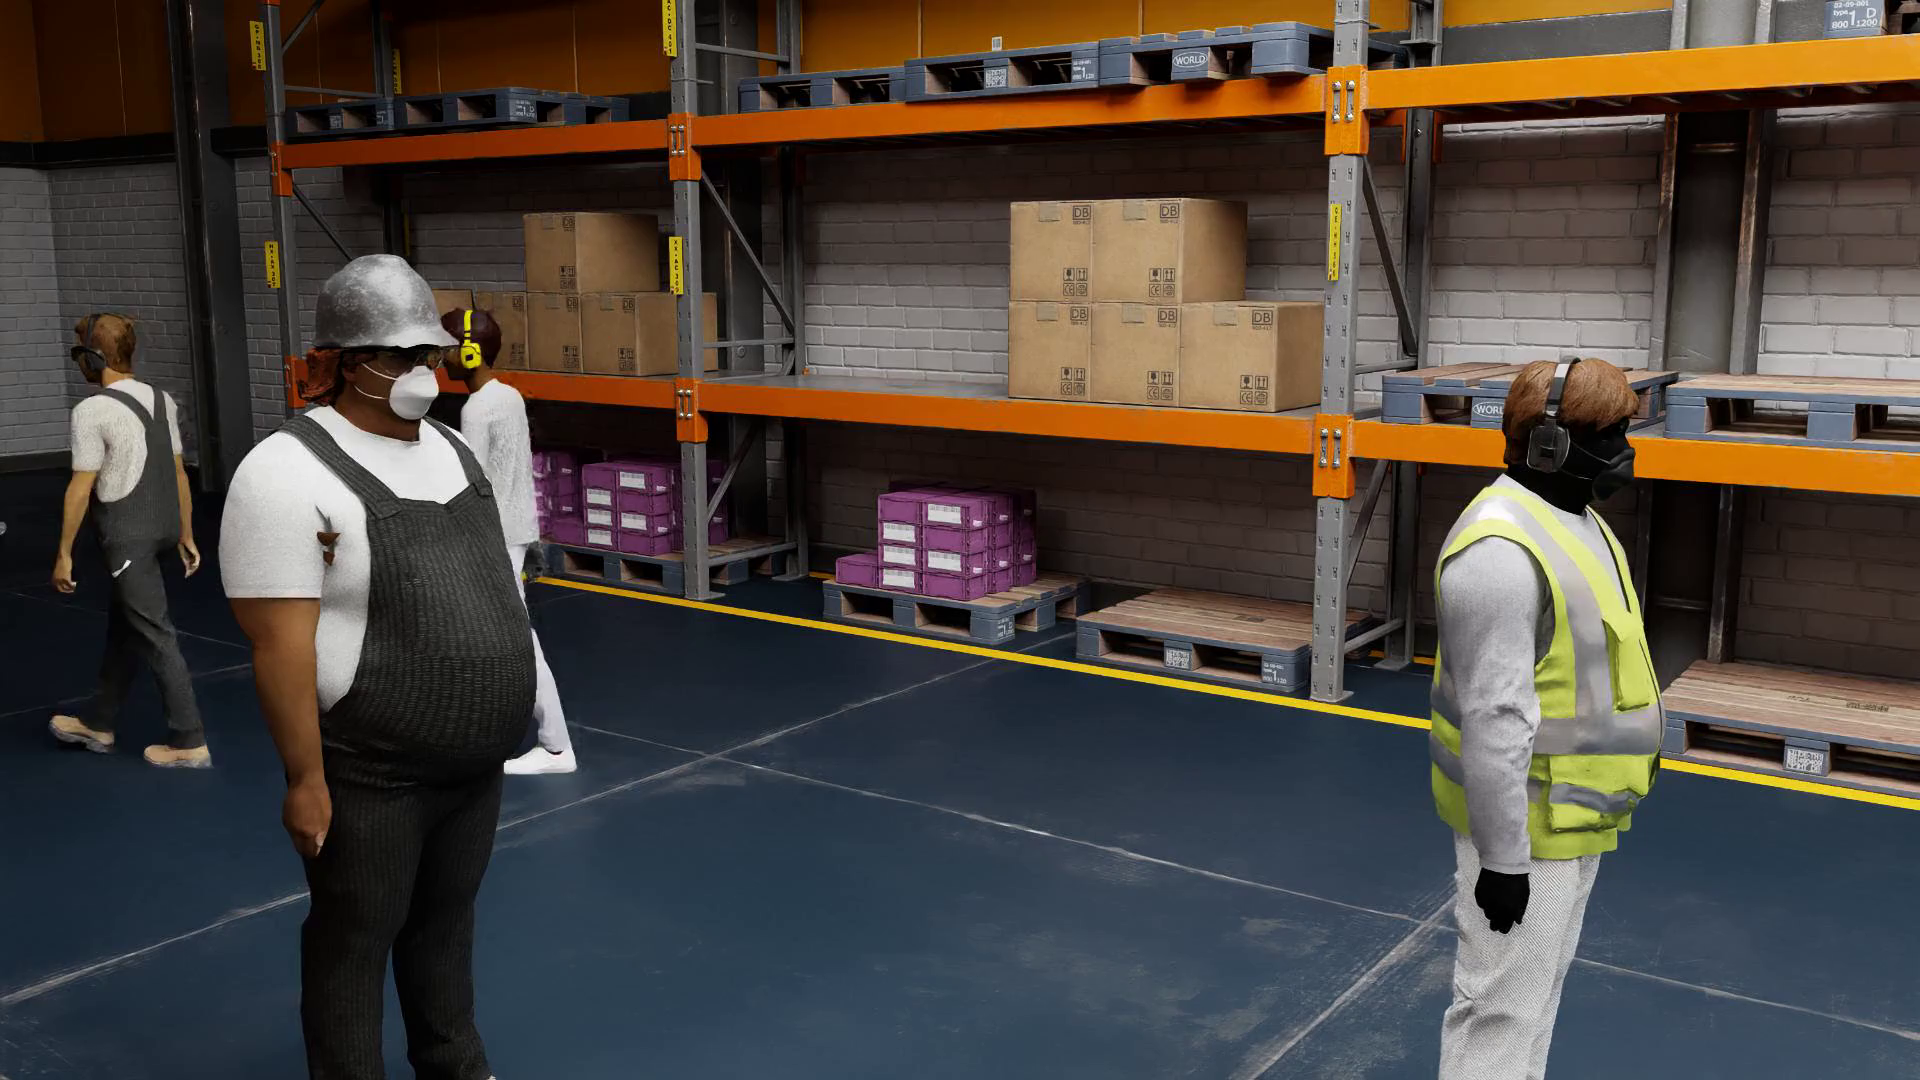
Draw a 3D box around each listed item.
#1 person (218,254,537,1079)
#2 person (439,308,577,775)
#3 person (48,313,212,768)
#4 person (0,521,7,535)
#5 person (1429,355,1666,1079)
[{"bbox_3d":[-1.179,0.409,3.600,0.539,2.000,0.688,3,10,20],"label":"person"},{"bbox_3d":[-1.916,0.031,6.454,0.859,1.833,0.565,0,10,-2],"label":"person"},{"bbox_3d":[-3.407,0.016,6.616,0.878,1.810,0.544,2,10,9],"label":"person"},{"bbox_3d":[-7.100,-0.782,11.737,0.496,1.699,0.907,-2,10,-12],"label":"person"},{"bbox_3d":[1.163,0.555,3.329,0.429,1.841,0.634,6,11,31],"label":"person"}]
